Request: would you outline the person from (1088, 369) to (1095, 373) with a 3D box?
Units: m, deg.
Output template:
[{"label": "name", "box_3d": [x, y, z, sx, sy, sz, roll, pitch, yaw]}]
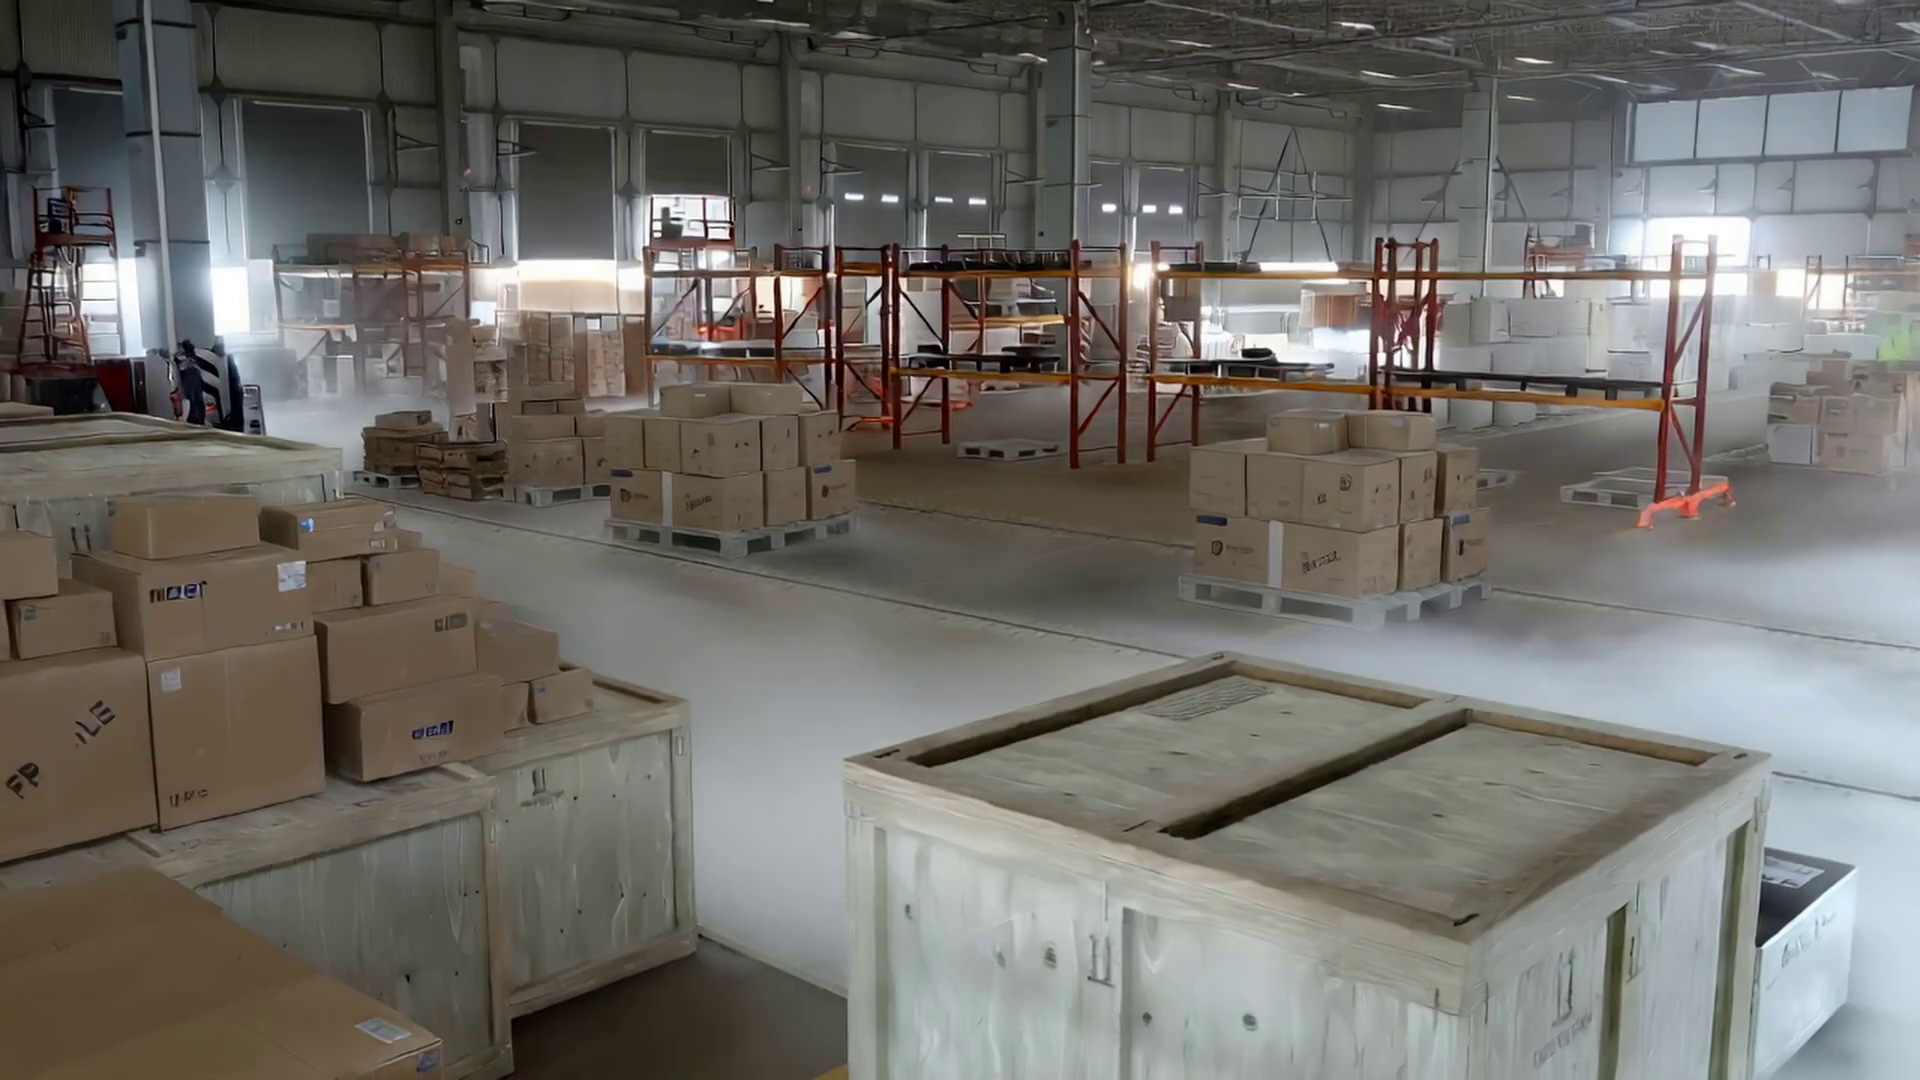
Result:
[{"label": "person", "box_3d": [2.978, -5.092, 42.346, 0.839, 1.708, 0.486, 2, 9, 10]}]

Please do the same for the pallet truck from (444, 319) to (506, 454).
[{"label": "pallet truck", "box_3d": [-6.981, -1.942, 22.150, 1.885, 1.965, 0.823, 1, 9, 9]}]

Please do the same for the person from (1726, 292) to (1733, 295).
[{"label": "person", "box_3d": [24.662, -6.980, 53.338, 0.568, 1.902, 0.831, 7, 12, 37]}]

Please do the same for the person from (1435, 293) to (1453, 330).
[{"label": "person", "box_3d": [14.898, -6.665, 51.358, 0.627, 1.912, 0.691, 3, 10, 16]}]

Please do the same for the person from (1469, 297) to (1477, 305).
[{"label": "person", "box_3d": [12.952, -5.159, 42.055, 0.631, 1.940, 0.372, -3, 10, -16]}]

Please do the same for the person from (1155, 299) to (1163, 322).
[{"label": "person", "box_3d": [6.635, -7.298, 56.085, 0.514, 1.639, 0.309, 9, 13, 44]}]

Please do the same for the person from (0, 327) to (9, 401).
[{"label": "person", "box_3d": [-13.002, -1.985, 22.537, 0.978, 1.947, 0.611, -4, 10, -22]}]

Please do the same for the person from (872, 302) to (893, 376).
[{"label": "person", "box_3d": [-1.920, -4.950, 41.040, 0.631, 1.847, 0.721, 5, 11, 29]}]

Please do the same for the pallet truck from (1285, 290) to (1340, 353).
[{"label": "pallet truck", "box_3d": [11.297, -6.951, 52.861, 1.885, 1.965, 0.823, -5, 11, -29]}]

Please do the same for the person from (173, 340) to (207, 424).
[{"label": "person", "box_3d": [-8.575, -1.286, 18.520, 0.329, 1.872, 0.508, -1, 9, -6]}]

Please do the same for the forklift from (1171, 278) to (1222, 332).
[{"label": "forklift", "box_3d": [6.378, -6.423, 46.927, 1.873, 2.768, 1.129, 9, 13, 43]}]
